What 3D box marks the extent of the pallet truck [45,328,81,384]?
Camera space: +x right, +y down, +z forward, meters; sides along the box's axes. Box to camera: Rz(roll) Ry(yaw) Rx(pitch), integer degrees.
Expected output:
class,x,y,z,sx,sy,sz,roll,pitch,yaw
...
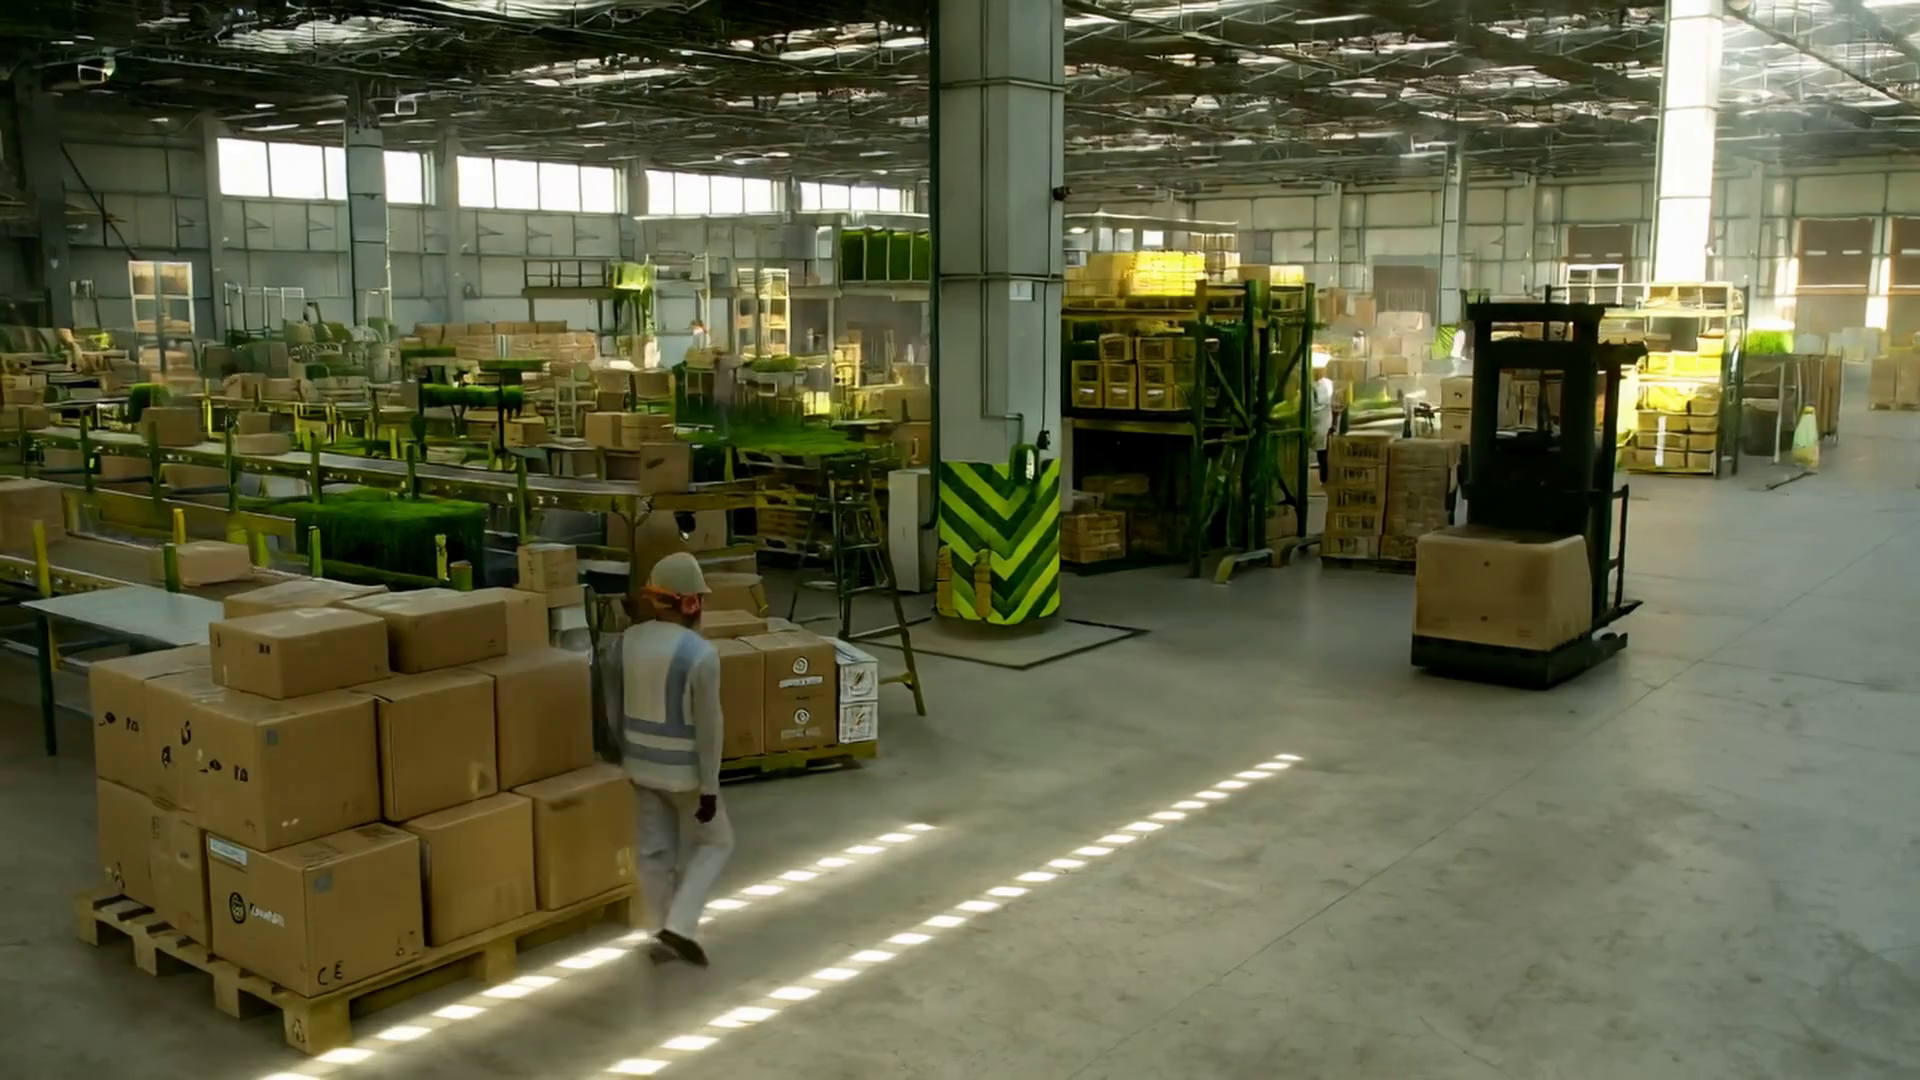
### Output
class,x,y,z,sx,sy,sz,roll,pitch,yaw
pallet truck,-23.775,-4.544,43.495,1.885,1.965,0.823,6,10,35

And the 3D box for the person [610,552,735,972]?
class,x,y,z,sx,sy,sz,roll,pitch,yaw
person,-1.210,0.954,7.055,0.599,1.814,0.415,5,10,32

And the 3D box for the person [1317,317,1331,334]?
class,x,y,z,sx,sy,sz,roll,pitch,yaw
person,15.439,-8.505,70.549,0.614,1.891,0.562,3,9,17

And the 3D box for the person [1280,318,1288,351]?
class,x,y,z,sx,sy,sz,roll,pitch,yaw
person,15.767,-9.993,80.794,0.502,1.826,0.568,-3,9,-21

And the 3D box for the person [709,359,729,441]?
class,x,y,z,sx,sy,sz,roll,pitch,yaw
person,-4.763,-2.740,32.572,0.521,1.612,0.529,-4,9,-24

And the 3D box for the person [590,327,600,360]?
class,x,y,z,sx,sy,sz,roll,pitch,yaw
person,-12.419,-6.367,56.637,0.294,1.744,0.486,-1,8,-5

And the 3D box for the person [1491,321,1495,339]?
class,x,y,z,sx,sy,sz,roll,pitch,yaw
person,20.031,-7.366,62.906,0.343,1.879,0.585,-3,9,-22

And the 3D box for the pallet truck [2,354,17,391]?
class,x,y,z,sx,sy,sz,roll,pitch,yaw
pallet truck,-24.881,-4.417,42.634,1.885,1.965,0.823,8,11,41

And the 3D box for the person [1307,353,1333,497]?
class,x,y,z,sx,sy,sz,roll,pitch,yaw
person,5.104,-1.629,23.689,0.391,2.045,0.608,3,9,17

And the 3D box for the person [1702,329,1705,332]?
class,x,y,z,sx,sy,sz,roll,pitch,yaw
person,24.643,-6.393,55.815,0.536,2.000,0.676,-2,9,-14

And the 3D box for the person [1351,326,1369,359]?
class,x,y,z,sx,sy,sz,roll,pitch,yaw
person,12.223,-5.546,50.615,0.569,1.882,0.976,-5,10,-31

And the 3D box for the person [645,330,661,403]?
class,x,y,z,sx,sy,sz,roll,pitch,yaw
person,-8.039,-4.549,43.716,0.545,1.942,0.352,7,11,39

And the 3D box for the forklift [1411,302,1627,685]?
class,x,y,z,sx,sy,sz,roll,pitch,yaw
forklift,4.379,-0.438,12.852,1.129,2.768,1.873,7,11,37

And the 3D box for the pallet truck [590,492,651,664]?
class,x,y,z,sx,sy,sz,roll,pitch,yaw
pallet truck,-3.115,0.344,12.883,0.653,1.274,1.630,7,11,37

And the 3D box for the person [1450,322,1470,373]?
class,x,y,z,sx,sy,sz,roll,pitch,yaw
person,18.266,-7.032,60.707,0.561,1.865,0.582,0,8,0

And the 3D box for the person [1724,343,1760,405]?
class,x,y,z,sx,sy,sz,roll,pitch,yaw
person,16.594,-3.245,35.257,0.655,1.848,1.033,-3,9,-18

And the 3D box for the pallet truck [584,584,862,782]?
class,x,y,z,sx,sy,sz,roll,pitch,yaw
pallet truck,-1.426,0.805,10.019,1.601,1.201,0.680,-4,9,-26

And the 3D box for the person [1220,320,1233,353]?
class,x,y,z,sx,sy,sz,roll,pitch,yaw
person,9.924,-7.228,61.862,0.552,1.915,0.732,-4,9,-26
